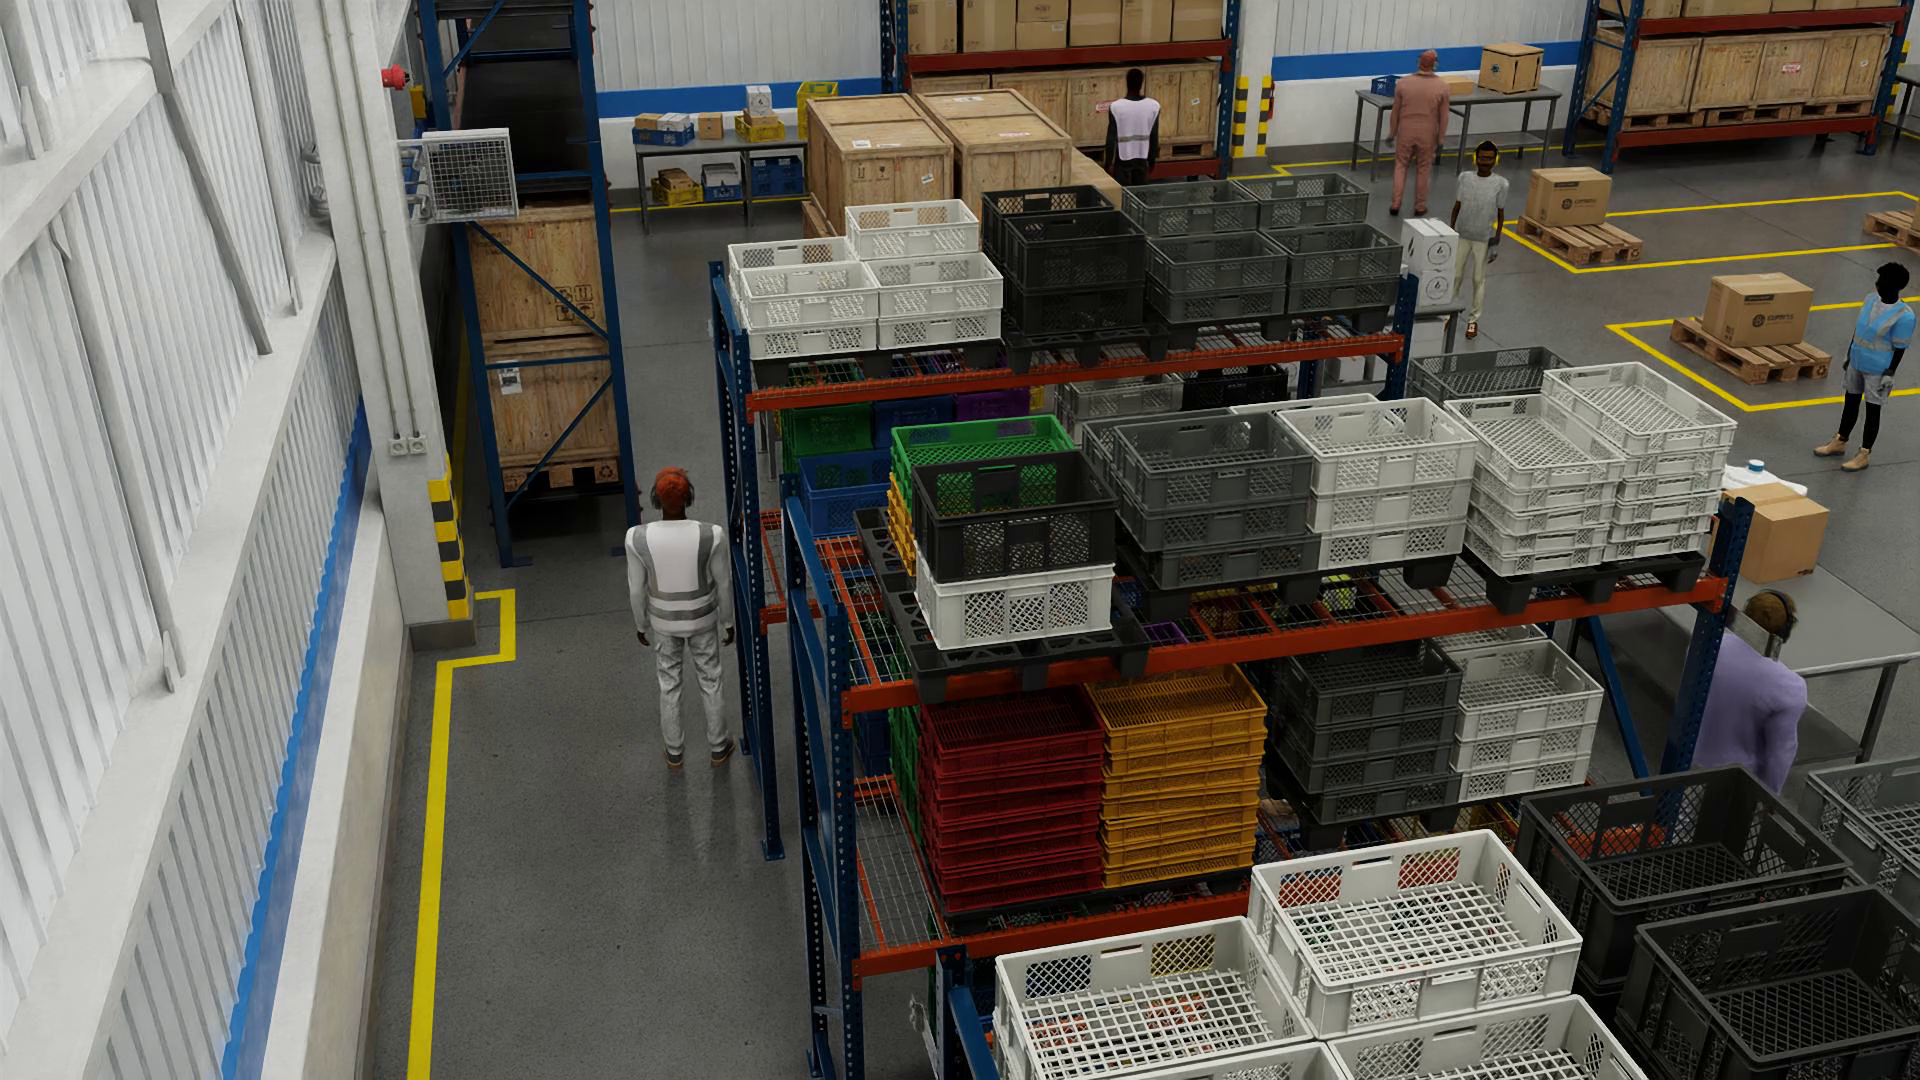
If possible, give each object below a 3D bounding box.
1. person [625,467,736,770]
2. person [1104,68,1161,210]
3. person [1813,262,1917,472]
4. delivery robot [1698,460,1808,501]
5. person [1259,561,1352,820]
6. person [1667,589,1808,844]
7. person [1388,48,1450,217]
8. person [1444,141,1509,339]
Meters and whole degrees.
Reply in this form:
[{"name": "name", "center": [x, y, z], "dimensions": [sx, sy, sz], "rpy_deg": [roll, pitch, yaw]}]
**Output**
[{"name": "person", "center": [-1.560, 0.456, 9.434], "dimensions": [0.580, 1.884, 0.352], "rpy_deg": [-2, 28, -4]}, {"name": "person", "center": [1.881, -4.183, 18.215], "dimensions": [0.604, 1.906, 0.414], "rpy_deg": [-7, 29, -13]}, {"name": "person", "center": [7.176, -1.372, 13.104], "dimensions": [0.319, 1.692, 0.533], "rpy_deg": [-7, 28, -12]}, {"name": "delivery robot", "center": [5.837, -0.356, 12.294], "dimensions": [0.707, 0.478, 0.477], "rpy_deg": [22, 35, 36]}, {"name": "person", "center": [1.872, 0.676, 9.064], "dimensions": [0.430, 1.840, 0.626], "rpy_deg": [12, 30, 22]}, {"name": "person", "center": [3.761, 1.104, 8.158], "dimensions": [0.363, 1.932, 0.630], "rpy_deg": [-14, 31, -25]}, {"name": "person", "center": [5.282, -4.687, 19.179], "dimensions": [0.643, 1.913, 0.407], "rpy_deg": [10, 30, 19]}, {"name": "person", "center": [4.841, -2.832, 15.692], "dimensions": [0.521, 1.867, 0.325], "rpy_deg": [16, 32, 28]}]
